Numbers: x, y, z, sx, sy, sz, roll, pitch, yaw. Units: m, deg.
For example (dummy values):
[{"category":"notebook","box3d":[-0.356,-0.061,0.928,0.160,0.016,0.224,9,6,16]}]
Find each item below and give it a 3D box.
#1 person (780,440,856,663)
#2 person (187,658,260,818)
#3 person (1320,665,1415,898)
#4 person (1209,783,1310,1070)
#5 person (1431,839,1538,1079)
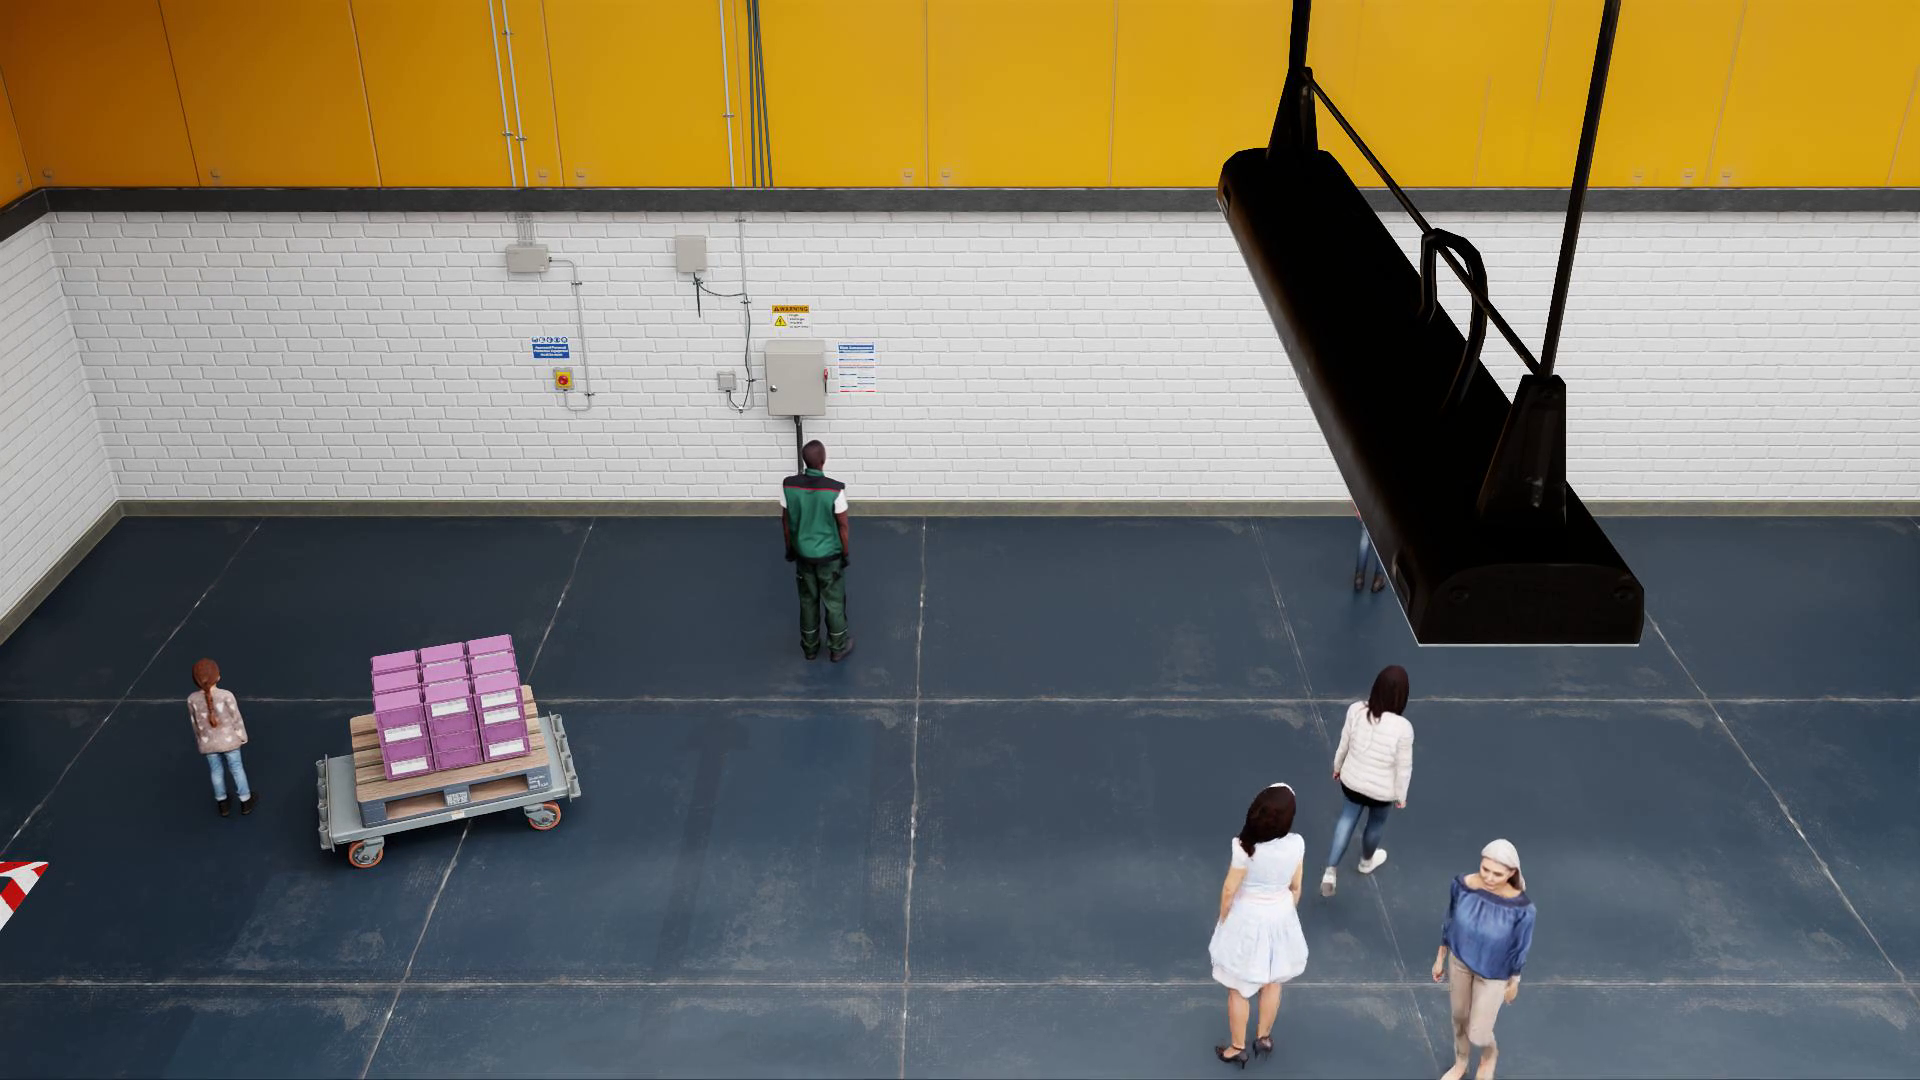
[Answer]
[{"category":"person","box3d":[-1.080,0.090,12.654,0.744,1.839,0.705,7,29,13]},{"category":"person","box3d":[-4.937,1.318,11.074,0.507,1.195,0.512,-6,29,-10]},{"category":"person","box3d":[2.513,1.509,10.281,0.995,1.619,1.098,21,35,33]},{"category":"person","box3d":[1.627,2.114,8.984,0.737,1.799,0.742,-5,29,-8]},{"category":"person","box3d":[2.810,2.242,8.866,0.814,1.688,0.754,-26,38,-38]}]
